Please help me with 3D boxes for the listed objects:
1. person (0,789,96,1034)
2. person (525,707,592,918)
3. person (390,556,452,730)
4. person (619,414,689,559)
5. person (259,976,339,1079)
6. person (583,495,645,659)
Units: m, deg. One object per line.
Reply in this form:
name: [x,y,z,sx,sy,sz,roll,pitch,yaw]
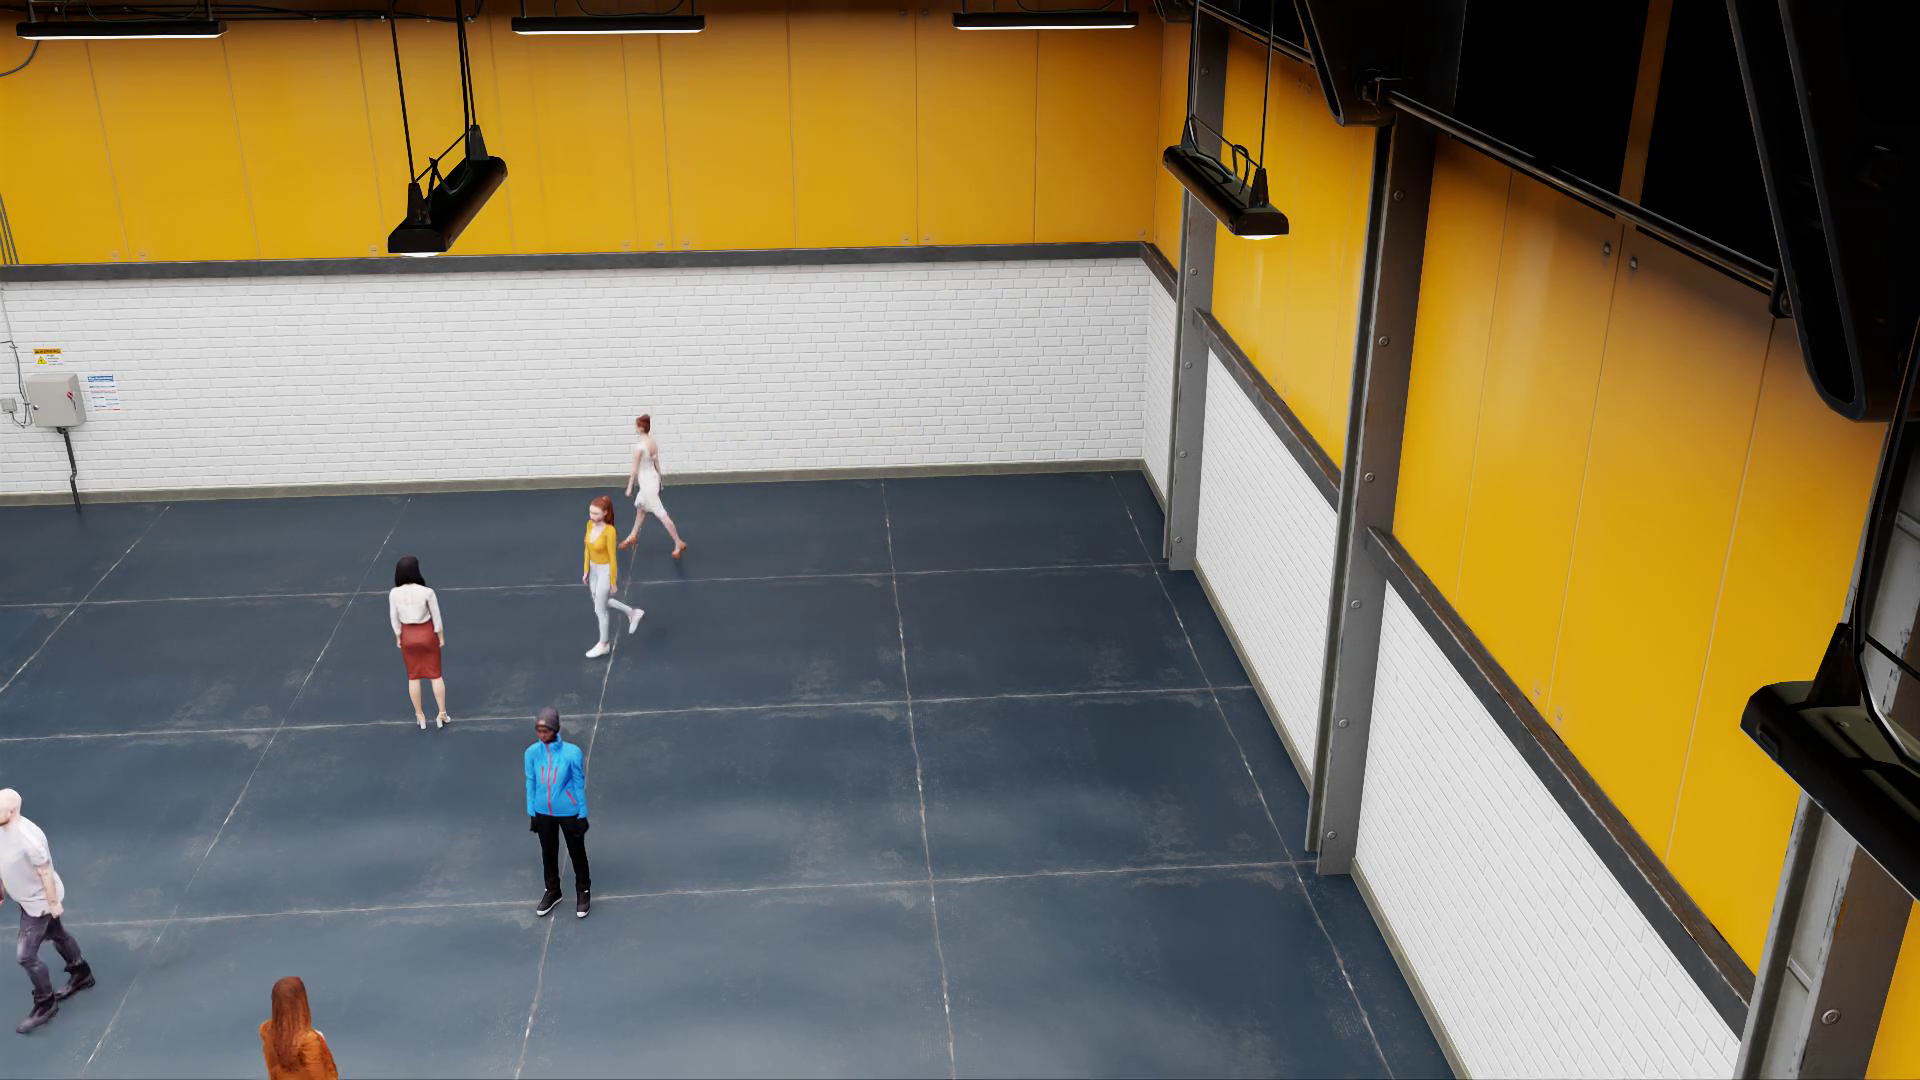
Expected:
person: [-6.491,2.517,11.862,1.000,1.809,0.950,-21,32,-40]
person: [-3.095,2.088,12.862,0.643,1.793,0.568,1,24,3]
person: [-5.035,0.955,15.506,0.588,1.751,0.493,-2,24,-5]
person: [-3.455,-0.549,18.969,0.912,1.733,1.100,7,25,17]
person: [-3.983,3.402,9.974,0.882,1.698,1.045,9,25,19]
person: [-3.560,0.342,16.937,0.988,1.728,1.018,21,31,40]
